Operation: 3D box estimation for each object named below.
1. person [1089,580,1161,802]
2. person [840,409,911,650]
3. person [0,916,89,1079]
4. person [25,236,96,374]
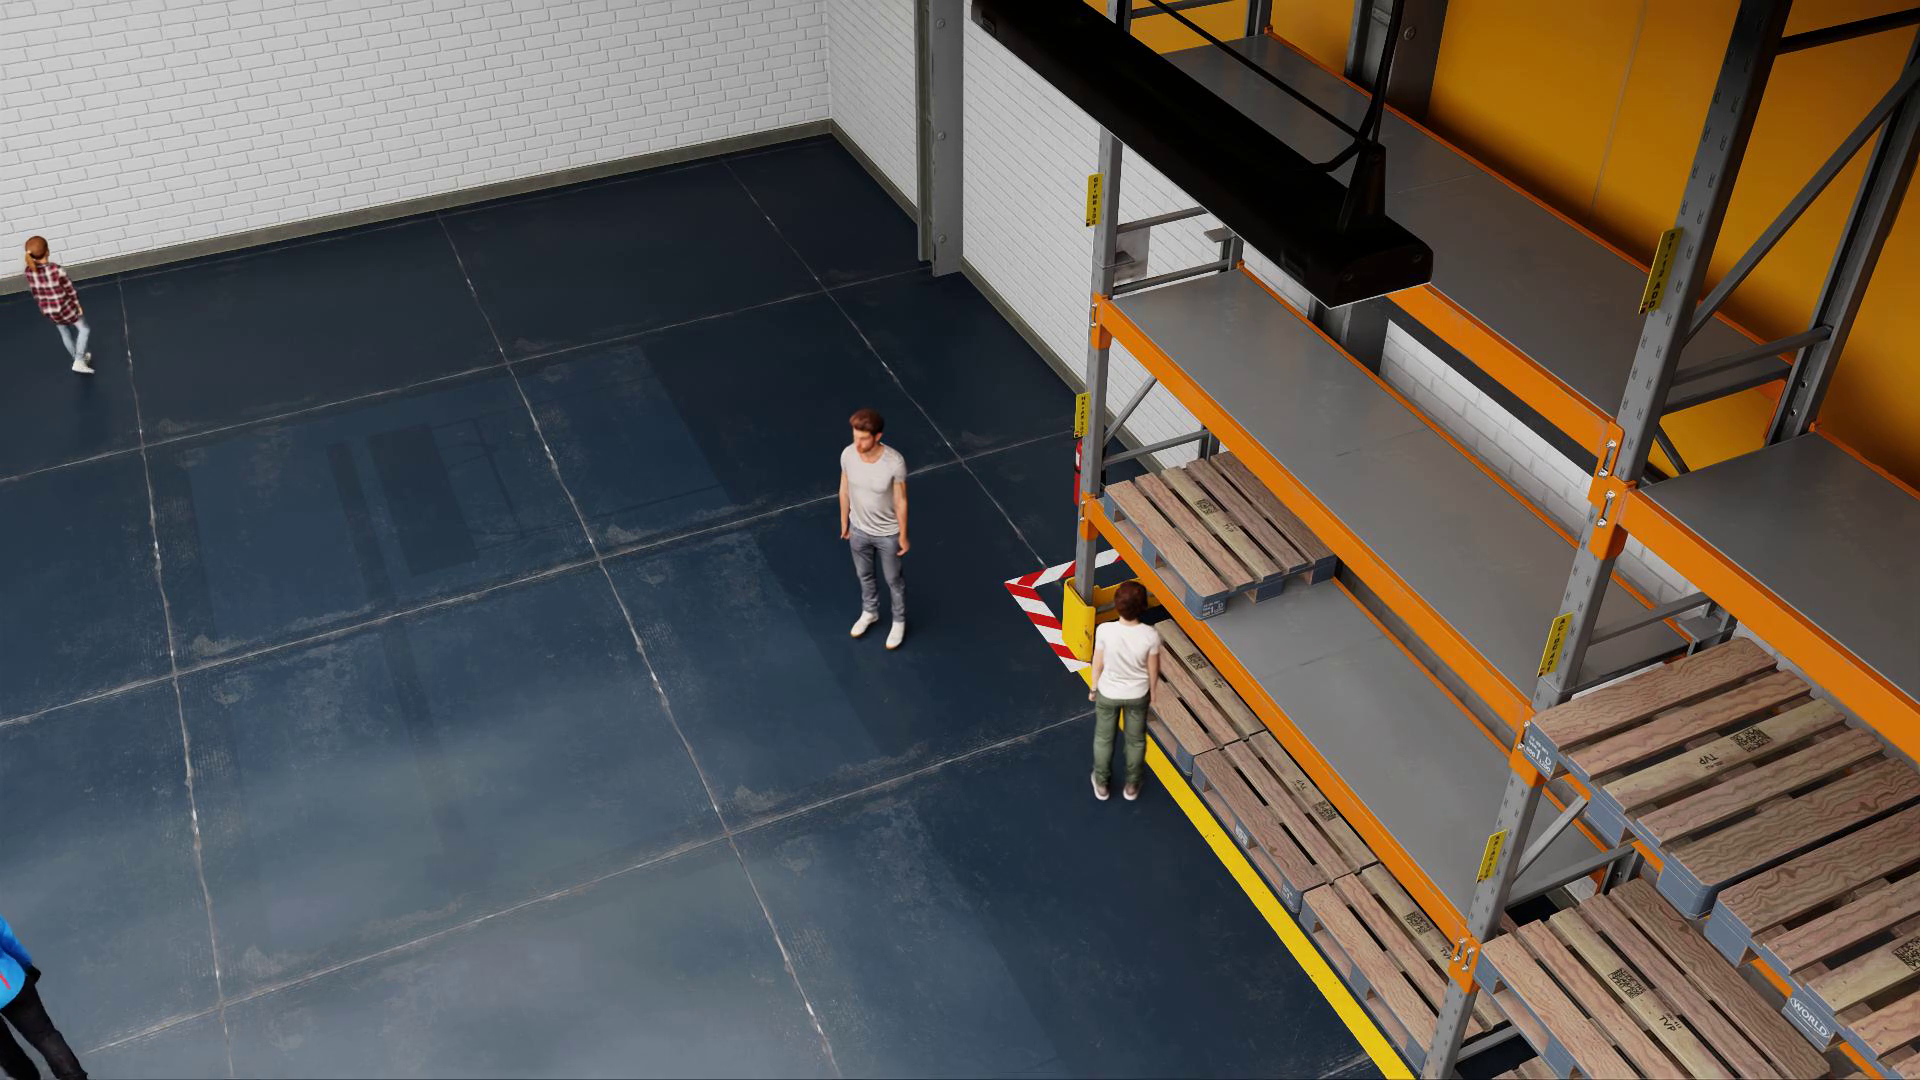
[{"bbox_3d":[0.998,0.934,10.171,0.658,1.653,0.677,3,39,4],"label":"person"},{"bbox_3d":[-0.561,-0.102,11.279,0.735,1.889,0.804,15,41,18],"label":"person"},{"bbox_3d":[-4.791,2.345,8.310,1.204,1.770,0.963,27,46,30],"label":"person"},{"bbox_3d":[-7.638,-1.956,14.073,0.676,1.299,0.768,-1,39,-1],"label":"person"}]
